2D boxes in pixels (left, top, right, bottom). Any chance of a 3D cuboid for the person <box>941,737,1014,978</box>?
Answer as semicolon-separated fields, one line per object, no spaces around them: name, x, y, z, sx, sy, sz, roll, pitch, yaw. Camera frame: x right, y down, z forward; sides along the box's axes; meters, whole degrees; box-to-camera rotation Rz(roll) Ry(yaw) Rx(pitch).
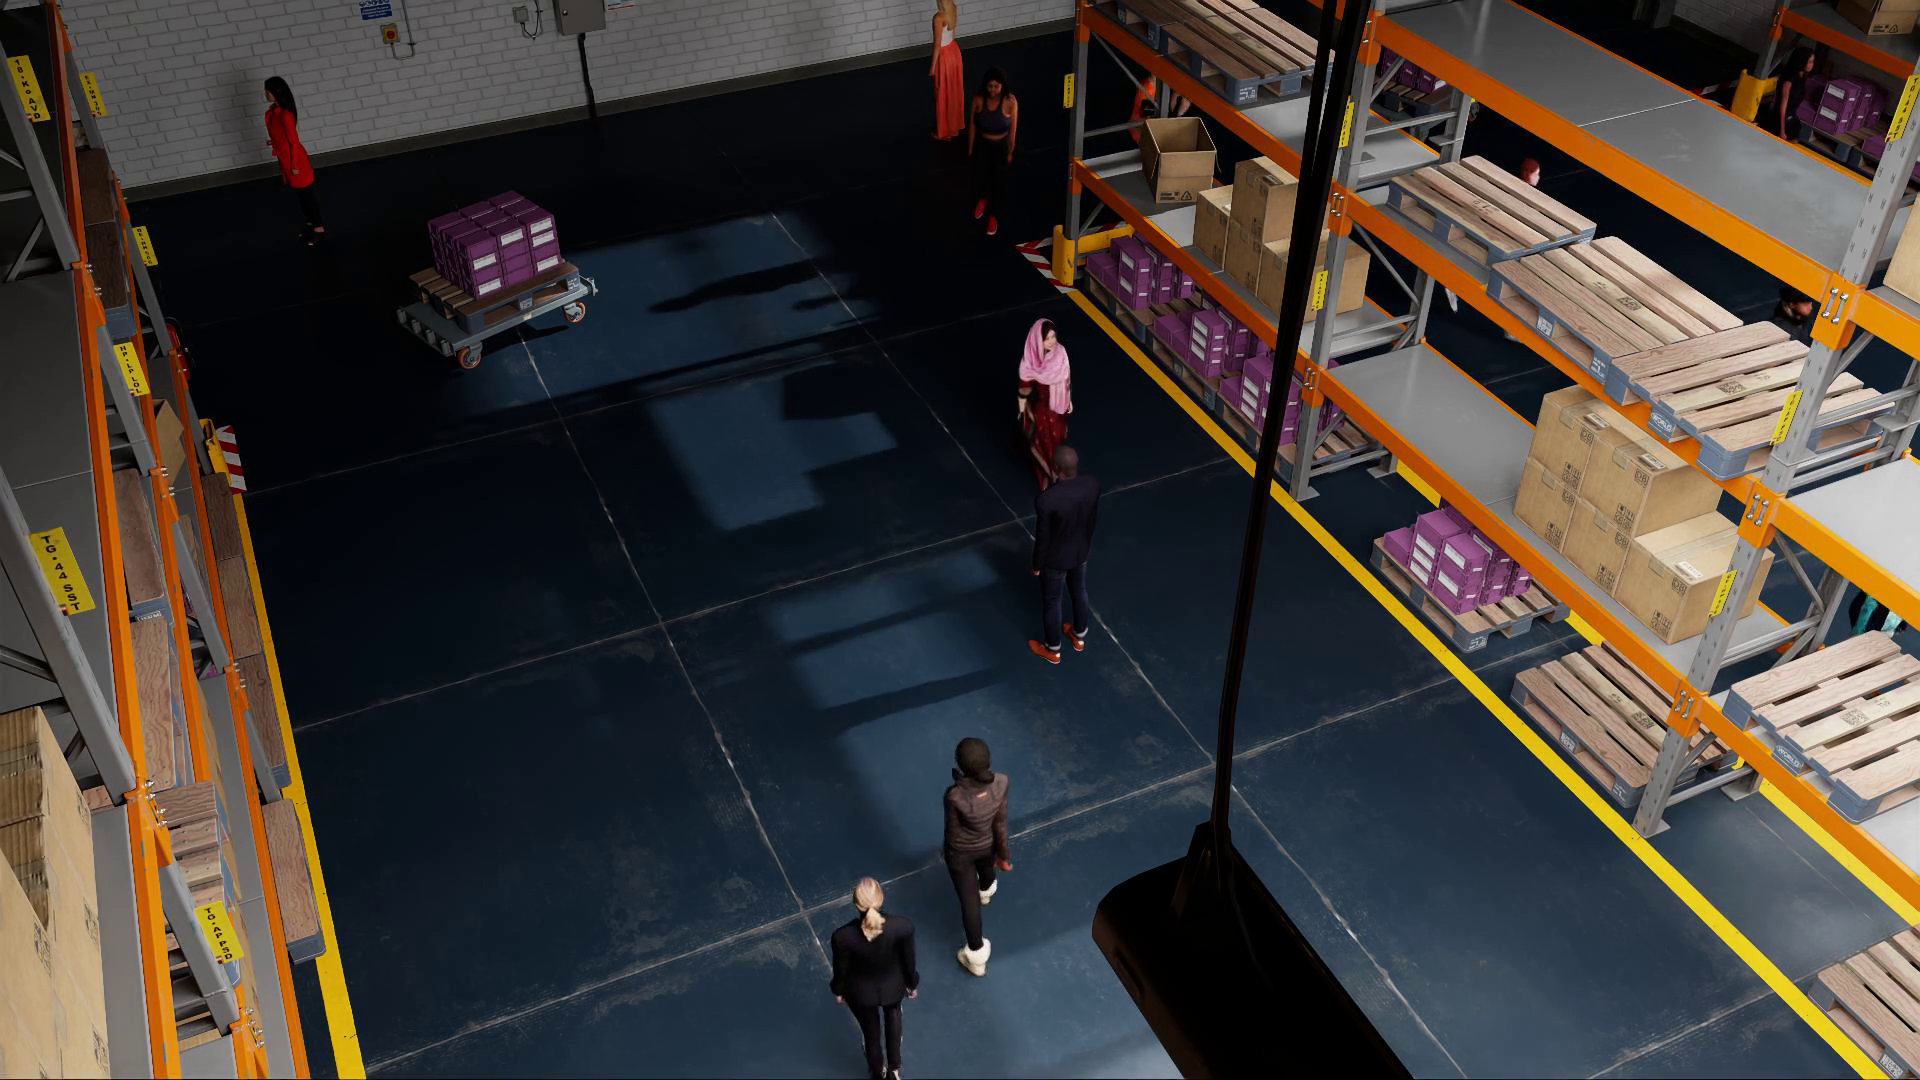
person;0.013;1.698;9.826;0.636;1.660;1.051;-14;41;-17

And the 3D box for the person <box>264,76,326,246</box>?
person;-6.663;-3.793;16.631;0.718;1.748;0.604;-24;45;-27

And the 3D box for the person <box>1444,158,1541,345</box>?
person;4.946;-2.676;15.232;1.274;1.749;0.896;31;48;32

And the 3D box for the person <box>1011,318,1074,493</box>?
person;0.635;-1.105;13.371;0.749;1.617;1.003;-23;44;-26

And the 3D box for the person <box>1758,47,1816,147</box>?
person;8.402;-4.280;17.286;0.804;1.692;1.204;-26;45;-29

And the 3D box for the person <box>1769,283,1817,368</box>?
person;6.595;-1.393;13.625;0.779;1.751;1.161;-25;45;-28

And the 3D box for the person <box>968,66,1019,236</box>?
person;0.360;-4.005;16.858;0.851;1.796;0.916;7;39;8

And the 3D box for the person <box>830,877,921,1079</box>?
person;-0.428;2.459;8.842;0.680;1.699;0.657;-8;39;-10

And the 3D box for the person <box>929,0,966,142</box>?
person;-0.152;-5.341;18.526;0.767;1.803;0.726;18;42;21

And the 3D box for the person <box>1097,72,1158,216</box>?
person;1.811;-4.028;16.834;1.047;1.862;1.089;2;39;2

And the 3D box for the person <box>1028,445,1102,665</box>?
person;0.737;0.096;11.706;0.730;1.818;0.655;-24;44;-27
